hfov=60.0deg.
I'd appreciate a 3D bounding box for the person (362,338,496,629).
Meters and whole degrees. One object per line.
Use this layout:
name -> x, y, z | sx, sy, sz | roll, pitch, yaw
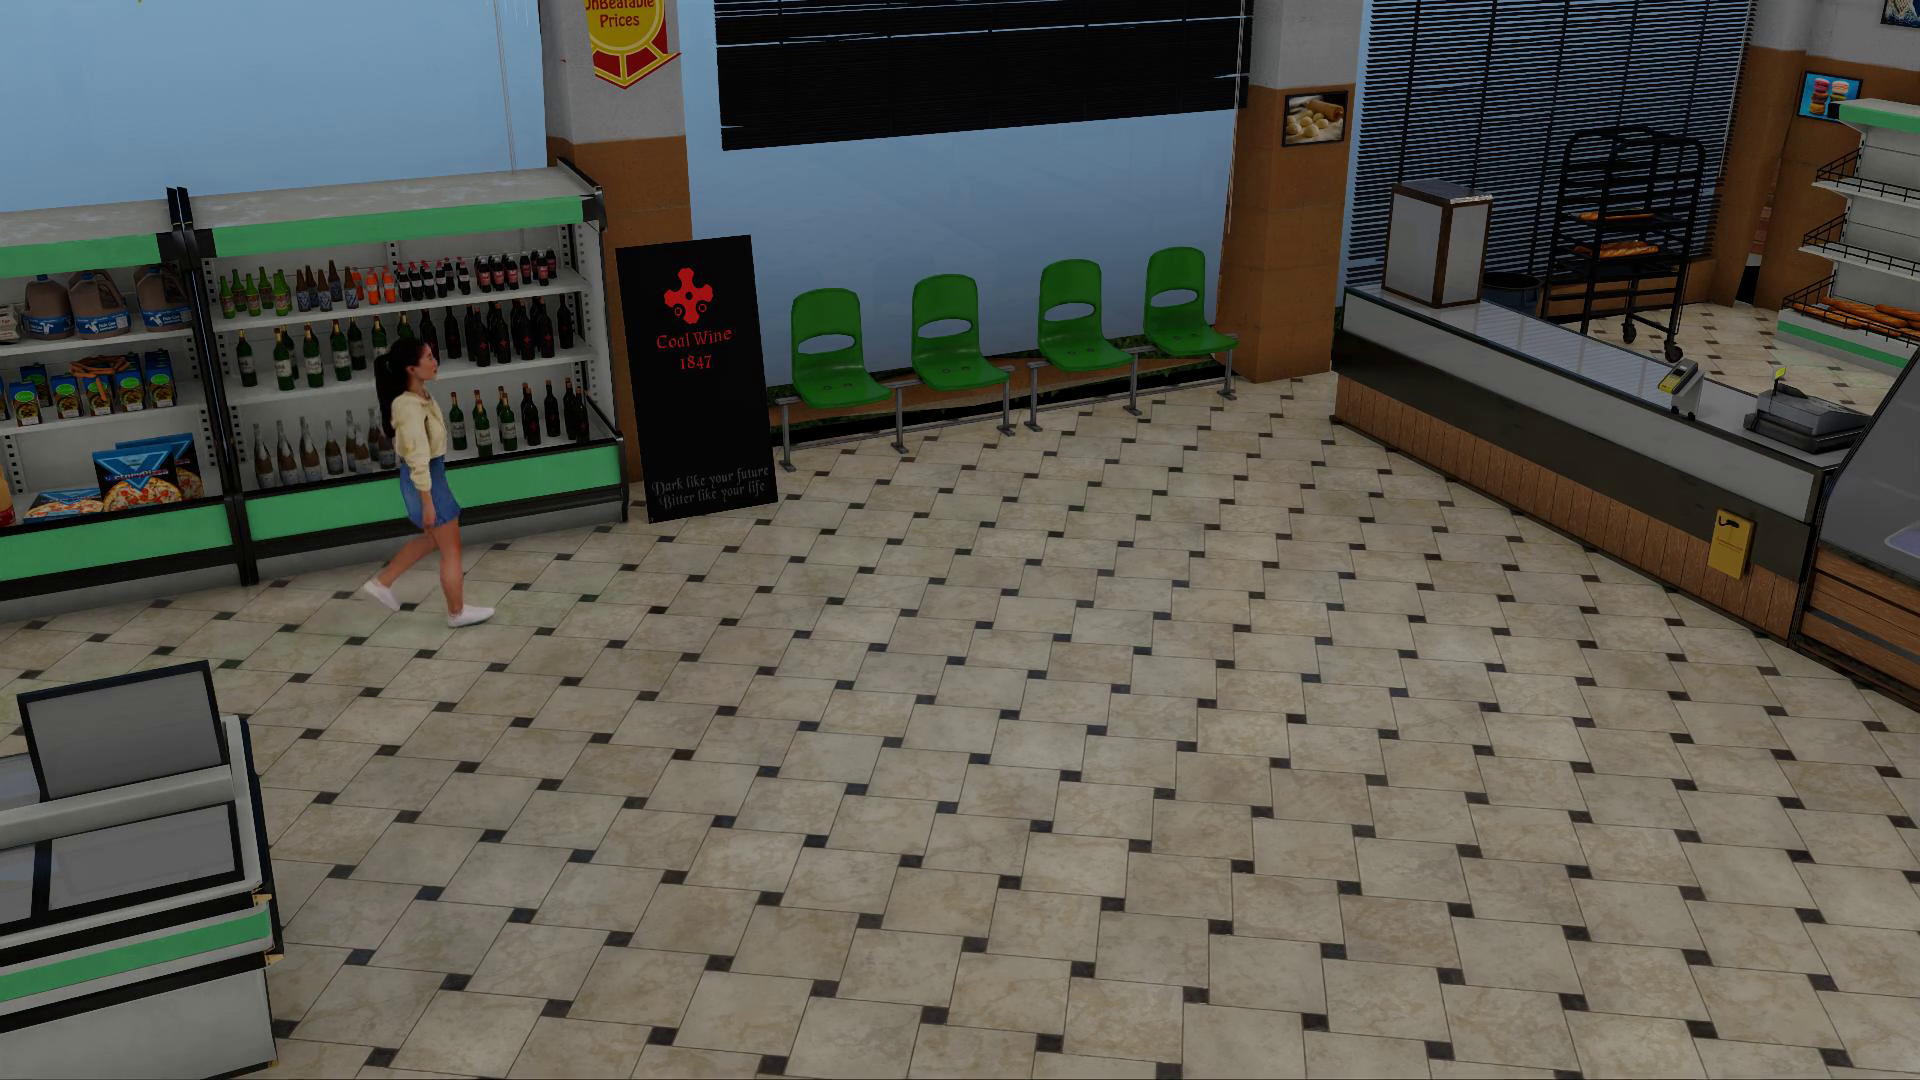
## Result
person -> -2.872, -0.268, 8.712 | 0.880, 1.622, 0.660 | -9, 25, -20
